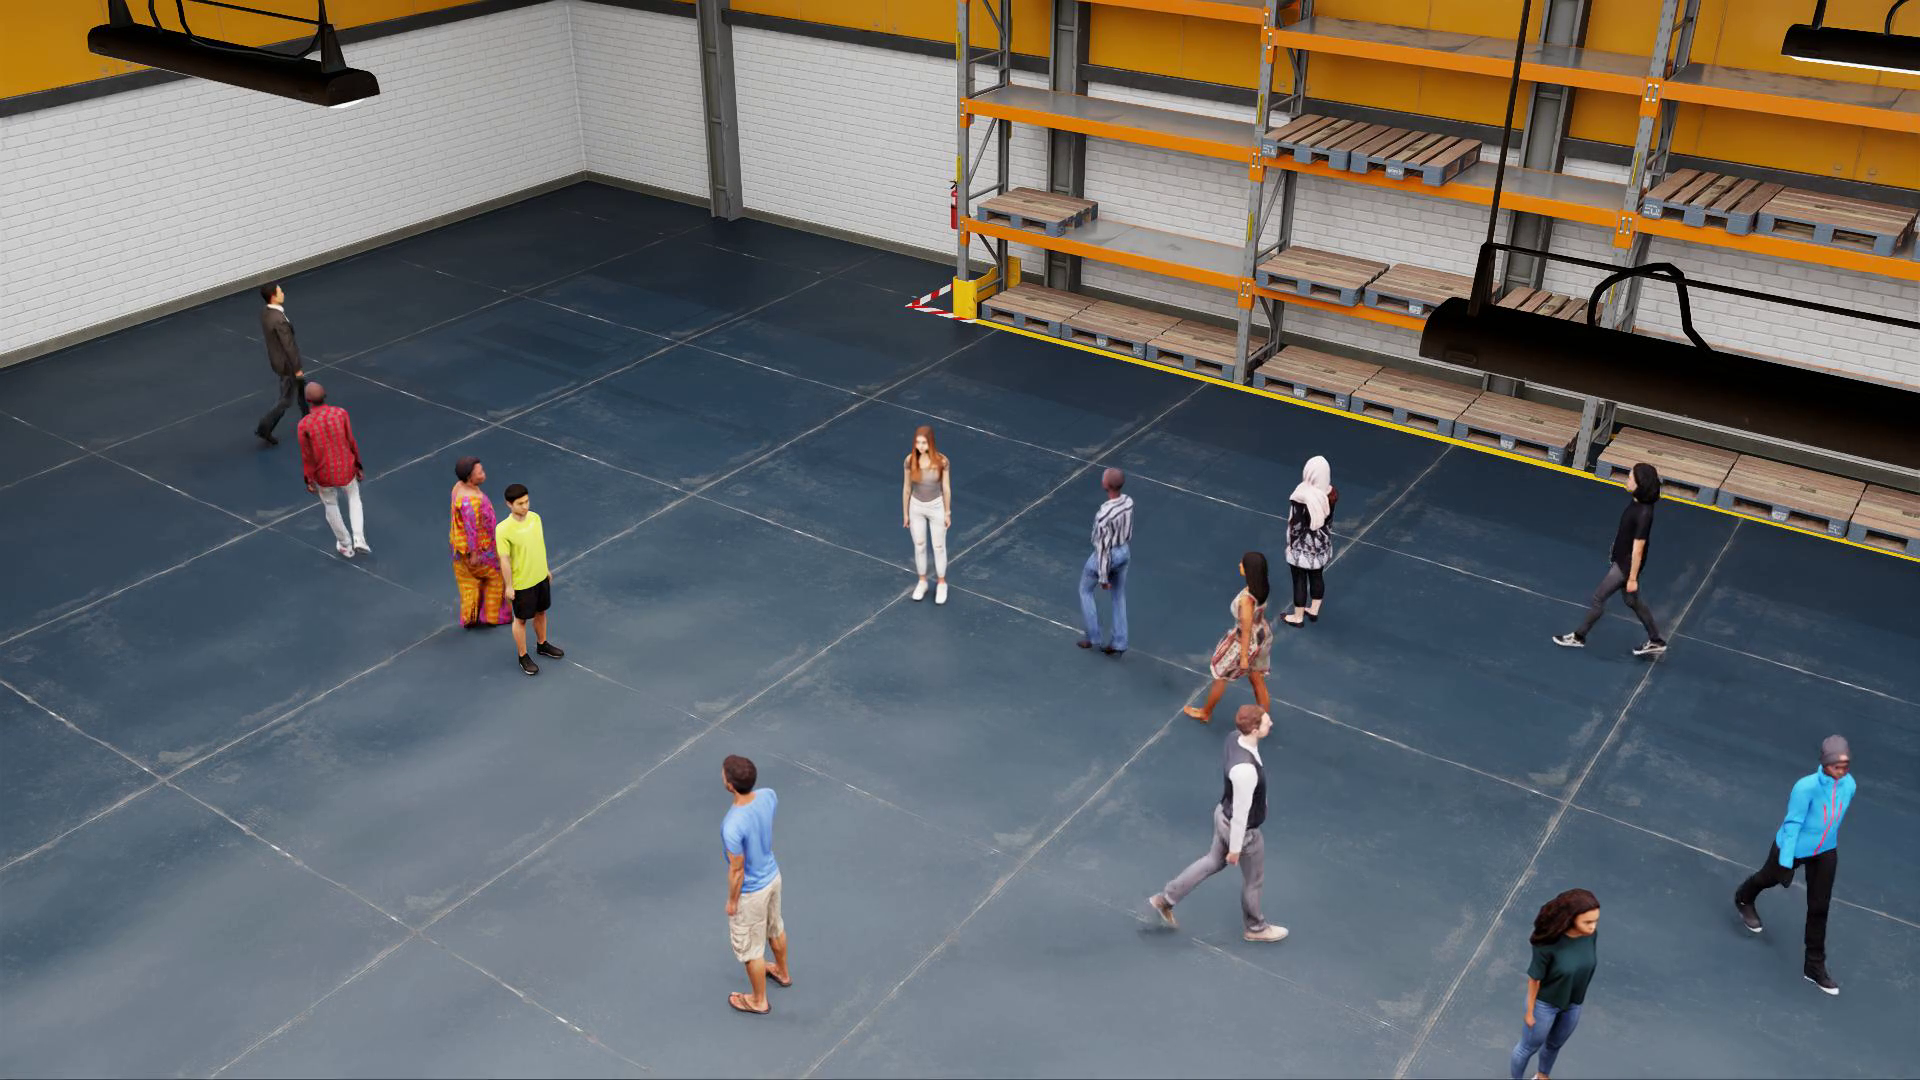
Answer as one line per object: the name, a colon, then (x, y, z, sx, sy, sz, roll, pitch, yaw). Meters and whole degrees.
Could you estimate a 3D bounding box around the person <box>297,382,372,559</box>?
person: (-5.827, -0.620, 15.540, 0.867, 1.810, 0.959, -16, 33, -27)

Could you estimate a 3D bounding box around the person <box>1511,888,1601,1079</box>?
person: (3.464, 2.672, 9.706, 0.704, 1.616, 0.754, -8, 30, -15)

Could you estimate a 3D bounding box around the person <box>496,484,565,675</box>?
person: (-3.645, 0.291, 13.976, 0.510, 1.708, 0.629, 17, 33, 29)

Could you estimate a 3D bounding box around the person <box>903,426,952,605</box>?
person: (-0.285, -0.254, 14.966, 0.606, 1.716, 0.725, 4, 29, 8)

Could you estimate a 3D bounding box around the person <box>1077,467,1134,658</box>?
person: (1.339, 0.231, 14.013, 0.719, 1.778, 0.680, 25, 37, 37)

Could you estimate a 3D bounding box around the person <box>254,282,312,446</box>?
person: (-7.335, -1.877, 17.879, 0.951, 1.776, 1.139, -21, 35, -34)

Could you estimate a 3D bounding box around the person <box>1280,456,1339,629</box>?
person: (3.064, 0.009, 14.566, 0.730, 1.637, 0.752, -16, 33, -27)

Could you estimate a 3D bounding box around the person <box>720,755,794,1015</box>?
person: (-1.288, 2.142, 10.421, 0.588, 1.863, 0.676, 14, 32, 24)

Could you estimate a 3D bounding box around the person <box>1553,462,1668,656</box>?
person: (5.729, 0.206, 14.039, 1.223, 1.796, 0.858, 10, 30, 18)

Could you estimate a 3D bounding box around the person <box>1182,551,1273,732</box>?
person: (2.344, 0.848, 13.045, 0.942, 1.621, 0.686, 16, 32, 26)

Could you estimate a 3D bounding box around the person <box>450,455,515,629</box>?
person: (-4.293, 0.031, 14.509, 0.858, 1.654, 0.819, -14, 31, -23)

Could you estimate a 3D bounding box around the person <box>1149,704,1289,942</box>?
person: (1.725, 1.858, 10.894, 1.270, 1.908, 1.105, 0, 29, -1)

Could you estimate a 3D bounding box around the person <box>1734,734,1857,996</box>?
person: (5.433, 1.978, 10.854, 1.171, 1.735, 1.246, -5, 29, -10)
